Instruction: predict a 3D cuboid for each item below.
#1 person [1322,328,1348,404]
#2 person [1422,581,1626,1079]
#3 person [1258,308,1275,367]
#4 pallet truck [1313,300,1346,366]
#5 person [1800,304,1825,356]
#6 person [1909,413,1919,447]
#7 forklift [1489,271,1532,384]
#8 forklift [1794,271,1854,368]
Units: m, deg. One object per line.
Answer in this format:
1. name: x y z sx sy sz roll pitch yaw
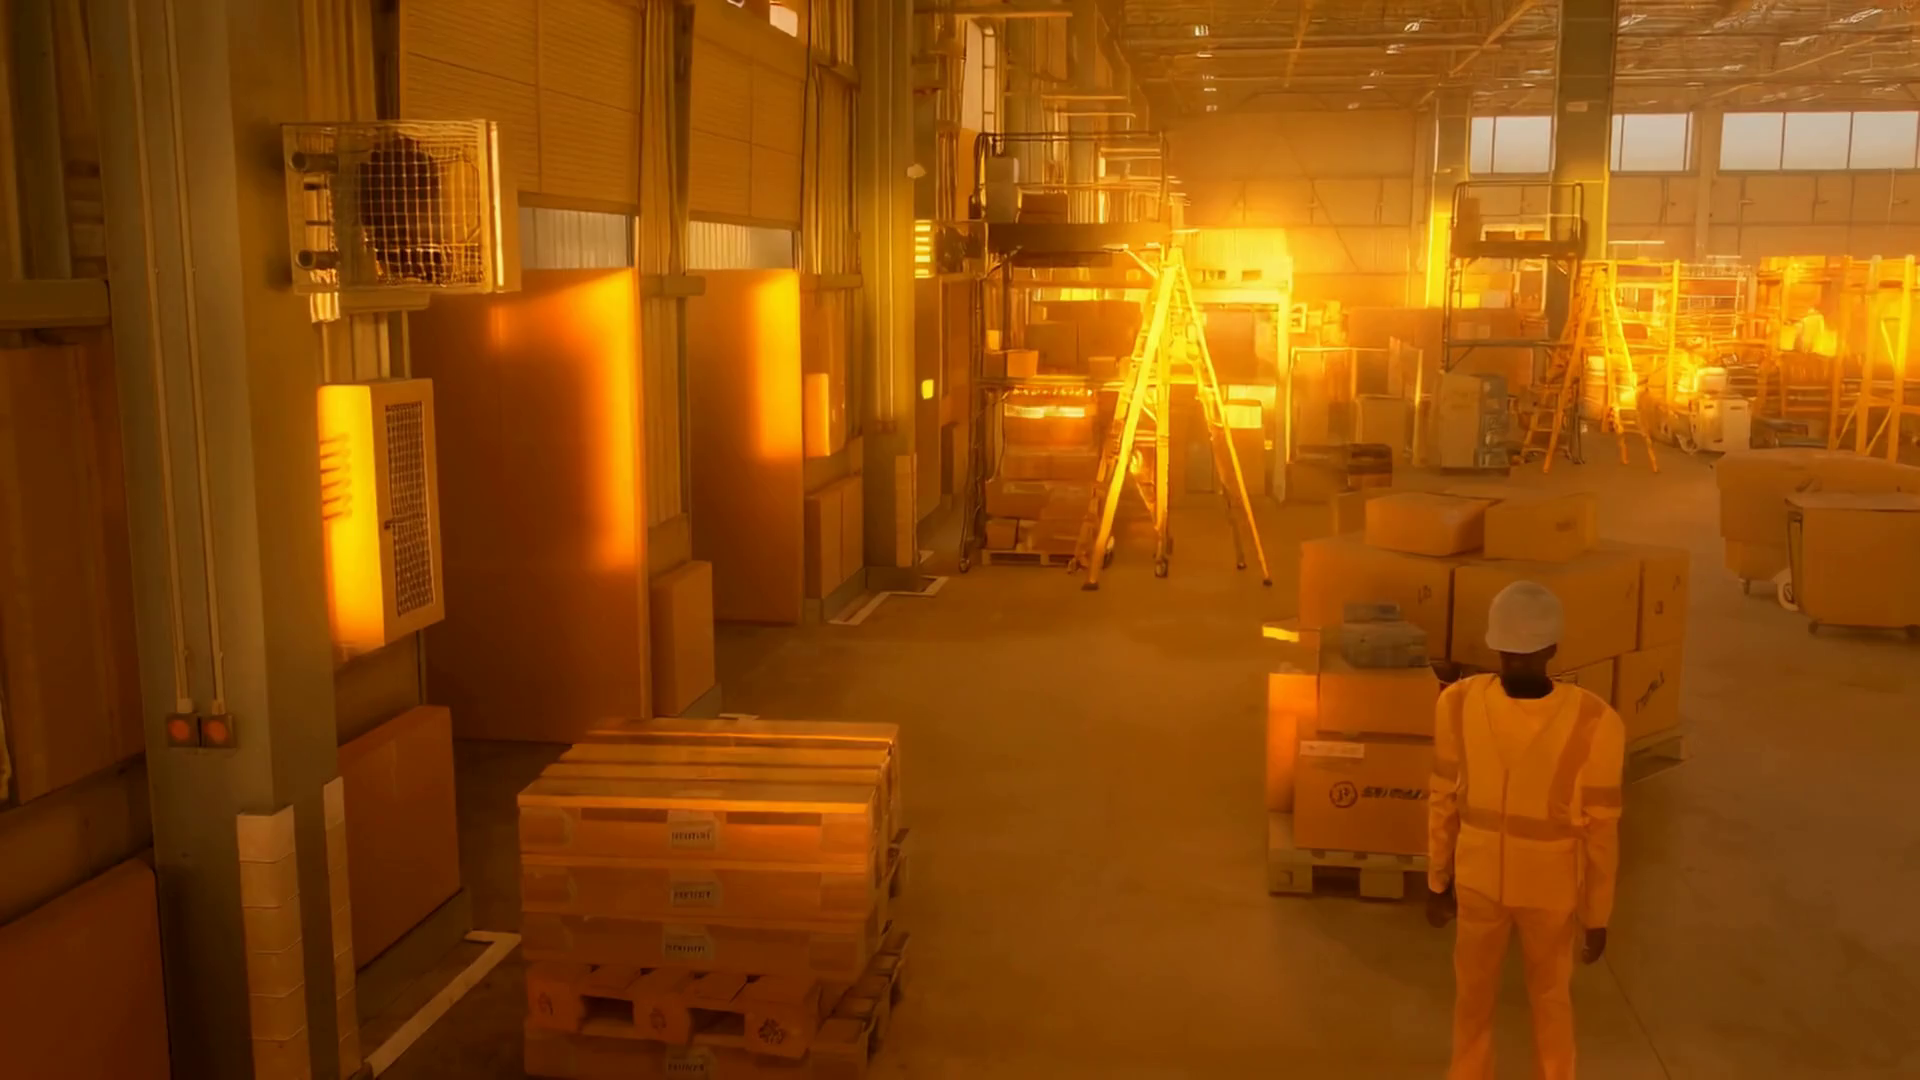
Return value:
1. person: 7.693 -3.500 34.052 0.539 1.686 0.362 4 10 23
2. person: 1.726 1.065 5.165 0.591 1.918 0.395 7 12 38
3. person: 7.534 -4.733 40.920 0.442 1.925 0.561 6 11 32
4. pallet truck: 11.159 -6.200 49.718 0.823 1.965 1.885 4 10 26
5. person: 24.174 -5.720 47.073 0.987 1.908 0.630 -2 9 -13
6. person: 15.593 -2.350 26.798 0.348 1.736 0.484 9 13 44
7. forklift: 13.422 -5.322 41.591 1.873 2.768 1.129 1 9 9
8. forklift: 25.215 -6.340 47.865 1.873 2.768 1.129 0 9 2
